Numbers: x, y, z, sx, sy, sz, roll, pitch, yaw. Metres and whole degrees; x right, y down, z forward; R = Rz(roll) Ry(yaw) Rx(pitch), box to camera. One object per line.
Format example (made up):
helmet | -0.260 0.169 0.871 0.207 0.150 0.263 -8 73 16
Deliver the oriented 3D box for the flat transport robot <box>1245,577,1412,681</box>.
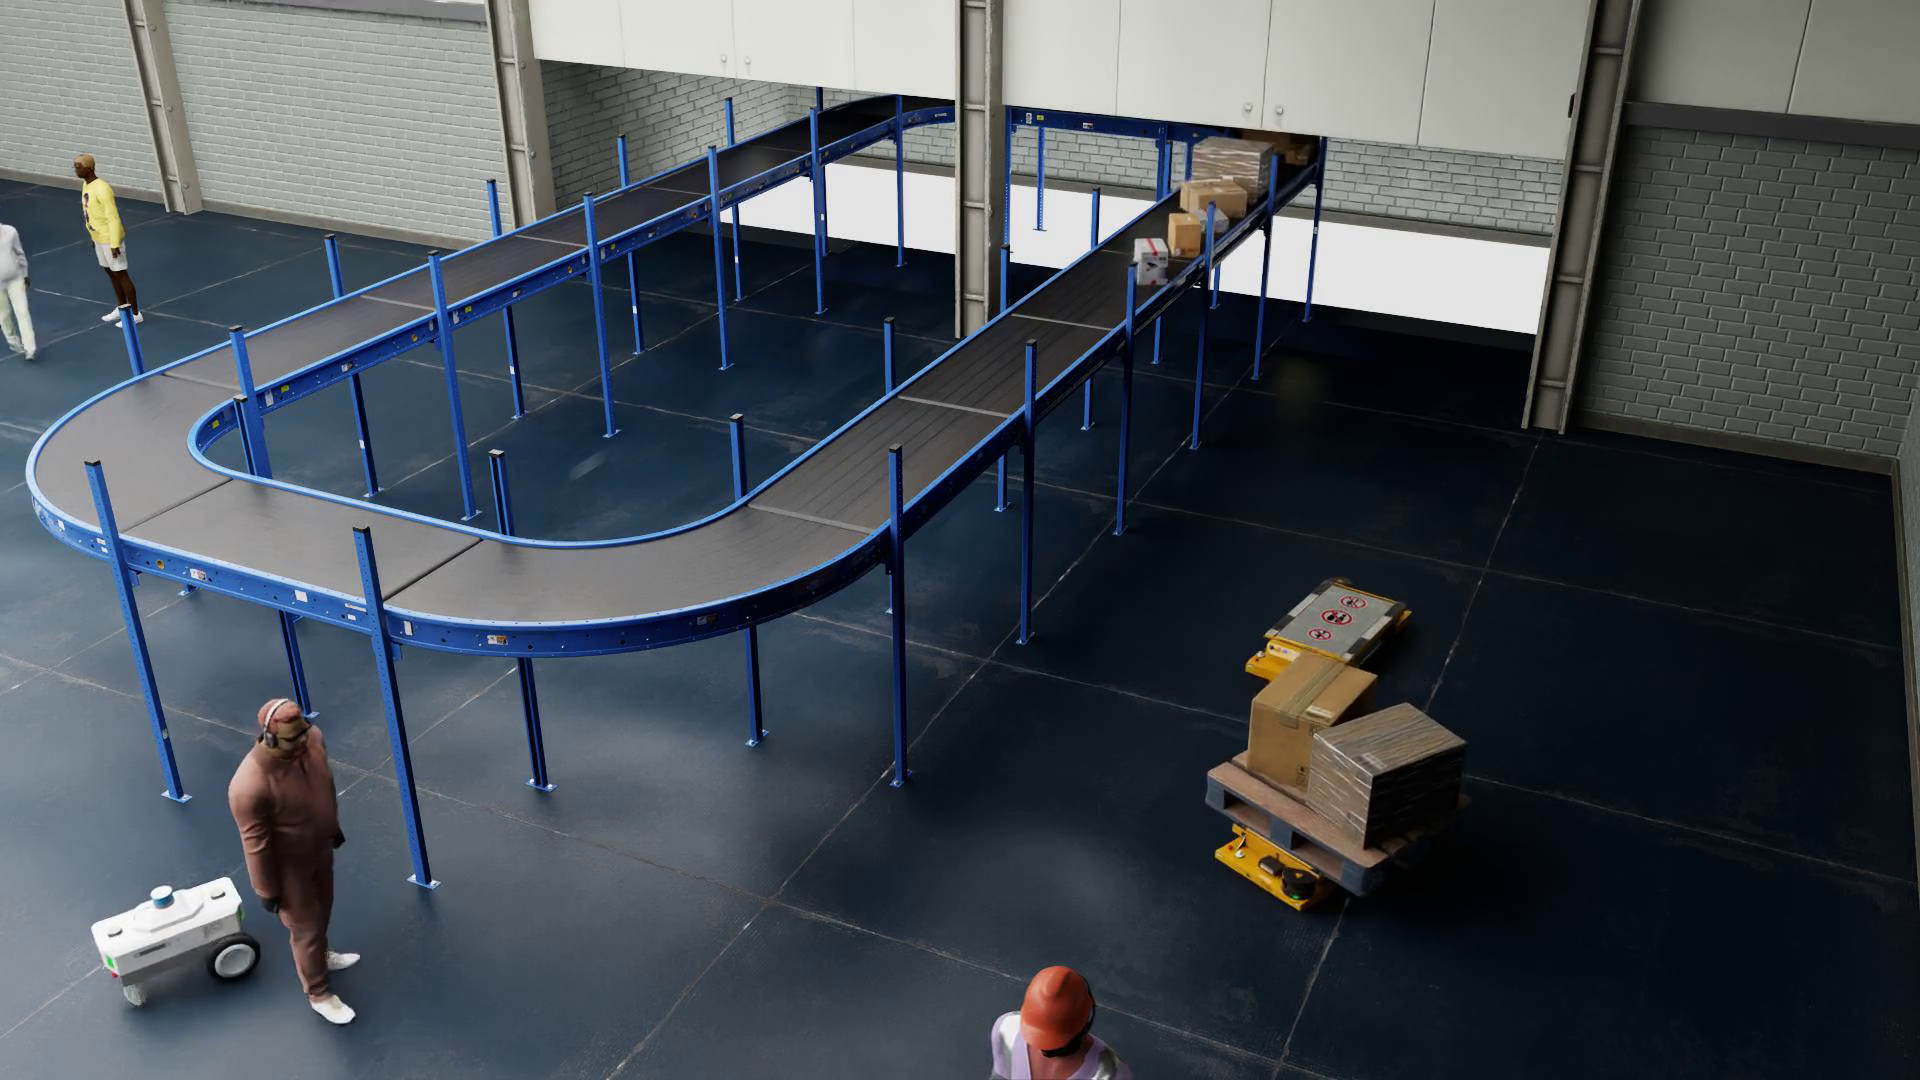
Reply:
flat transport robot | 2.699 0.693 12.080 0.659 0.231 1.431 18 32 32

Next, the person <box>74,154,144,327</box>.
person | -9.379 -3.298 18.289 0.549 1.898 0.363 23 35 38

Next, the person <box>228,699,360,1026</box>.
person | -3.334 1.599 8.457 0.563 1.878 0.647 5 27 11

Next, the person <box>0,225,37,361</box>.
person | -9.939 -2.685 17.274 0.580 1.689 0.869 -22 34 -37

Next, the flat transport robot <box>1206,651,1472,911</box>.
flat transport robot | 2.253 1.722 10.007 1.431 0.231 0.659 -20 33 -35

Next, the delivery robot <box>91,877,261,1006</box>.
delivery robot | -4.192 2.107 8.909 0.766 0.594 0.529 -18 32 -32

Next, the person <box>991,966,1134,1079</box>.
person | 0.359 2.476 6.511 0.603 2.035 0.399 16 31 29
